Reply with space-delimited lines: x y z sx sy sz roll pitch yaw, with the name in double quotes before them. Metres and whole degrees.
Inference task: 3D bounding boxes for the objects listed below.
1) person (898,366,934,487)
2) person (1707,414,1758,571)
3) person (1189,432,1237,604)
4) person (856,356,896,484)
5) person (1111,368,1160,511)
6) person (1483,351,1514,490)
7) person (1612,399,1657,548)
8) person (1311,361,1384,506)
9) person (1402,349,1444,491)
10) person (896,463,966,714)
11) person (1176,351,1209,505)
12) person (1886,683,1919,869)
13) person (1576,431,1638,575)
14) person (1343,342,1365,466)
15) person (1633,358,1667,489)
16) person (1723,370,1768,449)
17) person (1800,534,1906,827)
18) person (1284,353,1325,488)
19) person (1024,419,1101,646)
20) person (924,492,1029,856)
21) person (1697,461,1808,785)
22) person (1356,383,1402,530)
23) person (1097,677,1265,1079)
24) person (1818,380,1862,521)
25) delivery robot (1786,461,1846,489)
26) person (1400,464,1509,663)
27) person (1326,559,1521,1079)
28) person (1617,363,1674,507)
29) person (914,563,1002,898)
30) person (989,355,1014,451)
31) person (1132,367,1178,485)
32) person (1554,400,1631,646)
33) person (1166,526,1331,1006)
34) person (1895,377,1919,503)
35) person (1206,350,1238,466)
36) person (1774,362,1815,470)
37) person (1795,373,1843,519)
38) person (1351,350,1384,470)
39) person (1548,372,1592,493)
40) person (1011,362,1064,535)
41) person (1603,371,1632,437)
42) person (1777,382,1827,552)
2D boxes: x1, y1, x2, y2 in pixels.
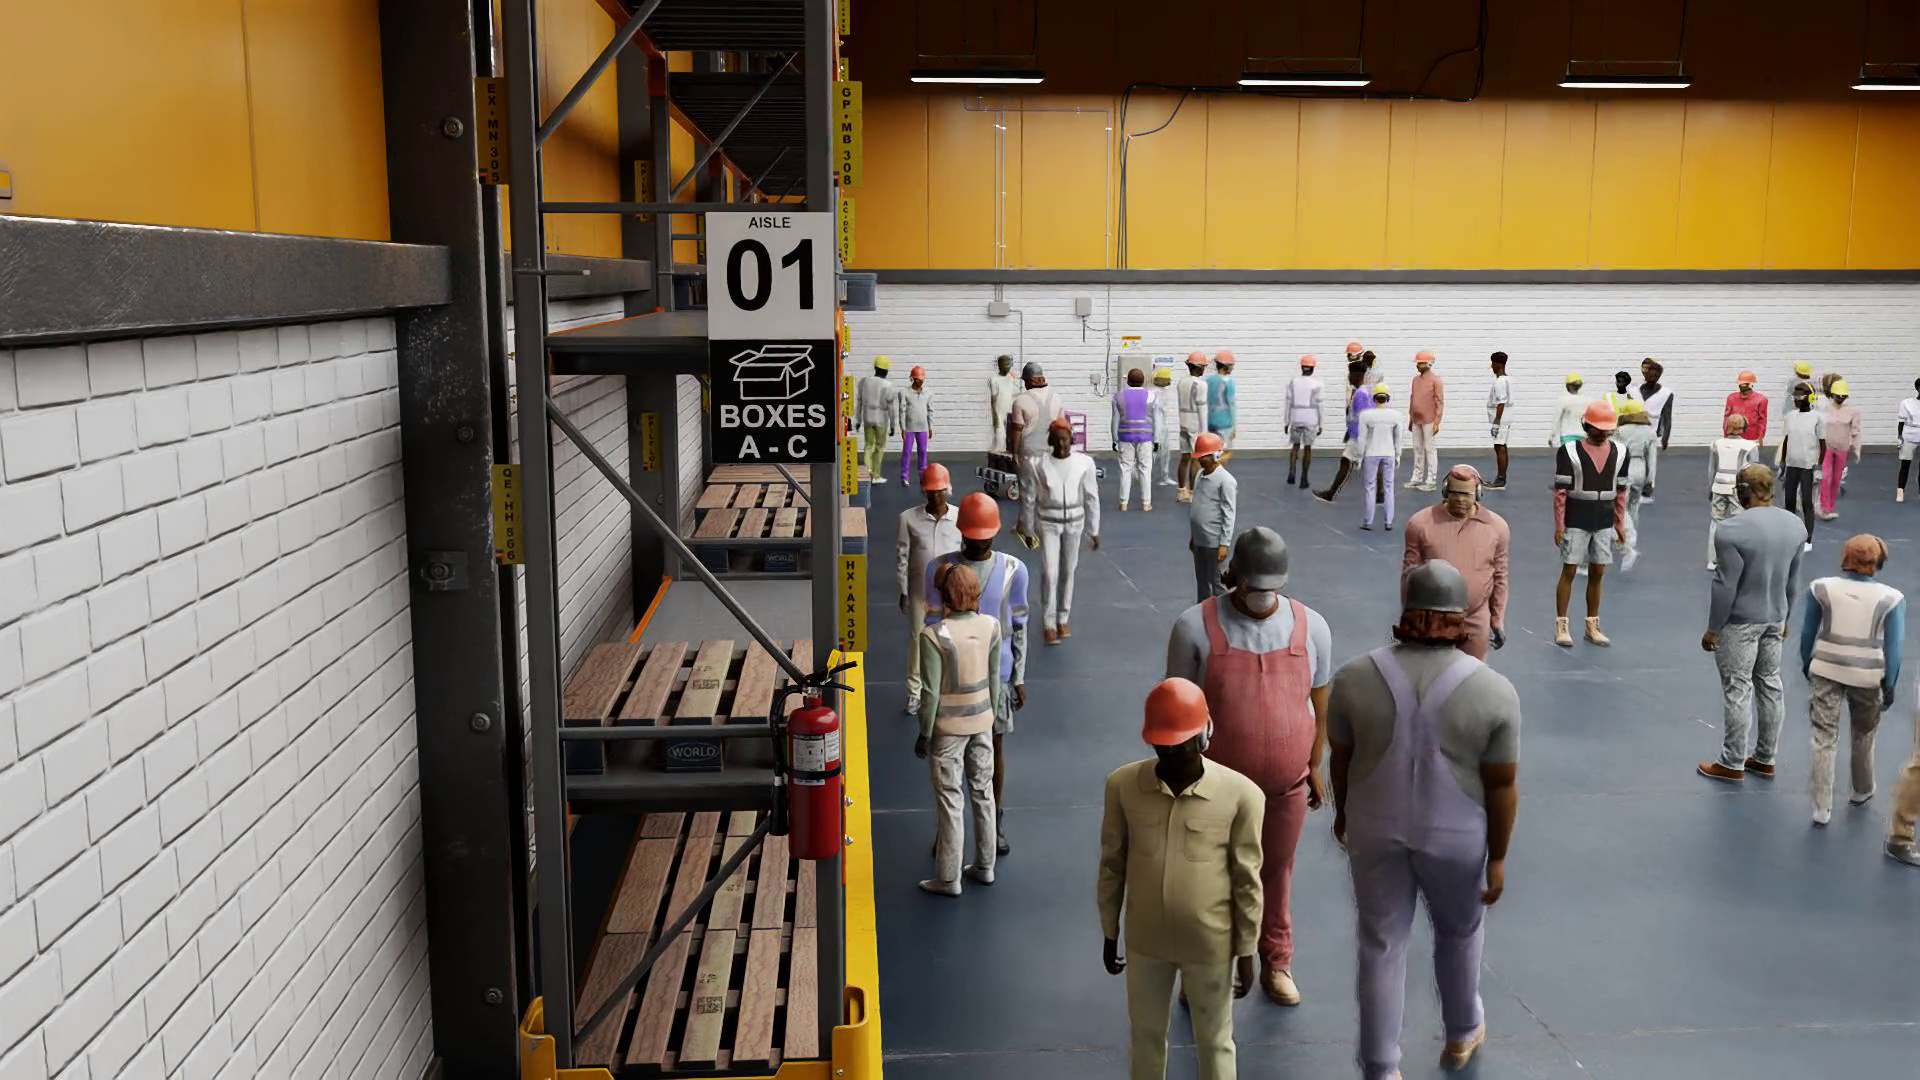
"person" -0.617 -1.622 23.856 0.555 1.743 0.357 -5 10 -26
"person" 7.855 -0.468 16.946 0.314 1.633 0.518 -6 11 -34
"person" 2.053 -0.023 13.781 0.336 1.744 0.563 -4 10 -23
"person" -1.225 -1.718 24.014 0.653 1.884 0.617 4 10 23
"person" 2.259 -1.290 21.429 0.633 1.846 0.429 1 9 3
"person" 7.653 -1.694 23.594 0.374 1.963 0.608 5 10 28
"person" 7.396 -0.711 18.307 0.475 1.686 0.834 0 9 -2
"person" 5.194 -1.407 21.945 1.016 1.905 0.619 4 10 24
"person" 6.538 -1.688 23.462 0.396 1.992 0.623 -4 10 -24
"person" -0.162 0.336 11.501 0.564 1.752 0.339 0 9 -2
"person" 3.118 -1.491 22.096 0.400 2.039 0.607 -4 10 -24
"person" 5.101 0.837 8.457 0.589 1.722 0.575 9 12 43
"person" 6.461 -0.477 16.709 0.486 1.723 0.612 -9 12 -43
"person" 6.288 -2.157 26.475 0.431 1.981 0.629 8 12 40
"person" 9.778 -1.661 23.688 0.535 1.868 0.309 8 12 42
"person" 10.684 -1.443 22.688 0.339 1.747 0.564 -8 12 -42
"person" 4.976 0.761 9.297 0.521 1.603 0.799 6 11 34
"person" 4.923 -1.696 23.744 0.547 1.917 0.430 5 10 27
"person" 0.855 -0.061 13.684 0.593 1.849 0.848 -1 9 -8
"person" 0.087 0.701 8.672 0.547 1.926 0.389 0 9 -2
"person" 4.714 0.497 9.934 0.627 1.934 0.372 -3 10 -20
"person" 4.983 -0.980 19.774 0.532 1.767 0.370 0 9 0
"person" 0.711 1.300 5.485 0.562 1.743 0.346 4 10 21
"person" 10.783 -1.084 20.452 0.544 1.733 0.813 2 9 14
"delivery robot" 11.730 -0.910 22.785 0.707 0.478 0.477 7 11 38
"person" 3.003 0.485 10.119 0.636 1.902 0.404 1 9 8
"person" 1.736 1.034 6.223 0.701 2.000 0.917 4 10 24
"person" 8.985 -1.386 21.888 0.588 1.893 0.706 -8 12 -41
"person" -0.005 0.927 8.151 0.525 1.639 0.307 -8 12 -42
"person" 0.648 -1.889 25.229 0.504 1.832 0.453 -8 12 -40
"person" 2.836 -1.647 24.032 0.574 1.723 0.481 4 10 22
"person" 5.160 -0.134 13.586 0.609 2.033 0.406 0 9 -2
"person" 1.207 0.930 6.878 0.682 2.000 0.536 0 9 -2
"person" 12.743 -1.327 22.117 0.536 1.700 0.318 3 10 20
"person" 3.512 -1.589 22.763 0.727 2.023 0.619 -5 10 -29
"person" 12.971 -1.909 25.744 0.603 1.712 0.597 4 10 26
"person" 10.707 -1.172 20.723 0.505 1.827 0.530 7 12 38
"person" 6.347 -2.026 25.971 0.513 1.872 0.331 3 10 18
"person" 8.268 -1.417 22.598 0.545 1.712 0.892 -2 9 -15
"person" 0.854 -1.088 19.550 0.682 2.000 0.535 -5 10 -30
"person" 9.274 -1.529 23.384 0.540 1.699 0.317 4 10 24
"person" 9.221 -0.796 18.256 0.310 1.868 0.532 -5 10 -26
